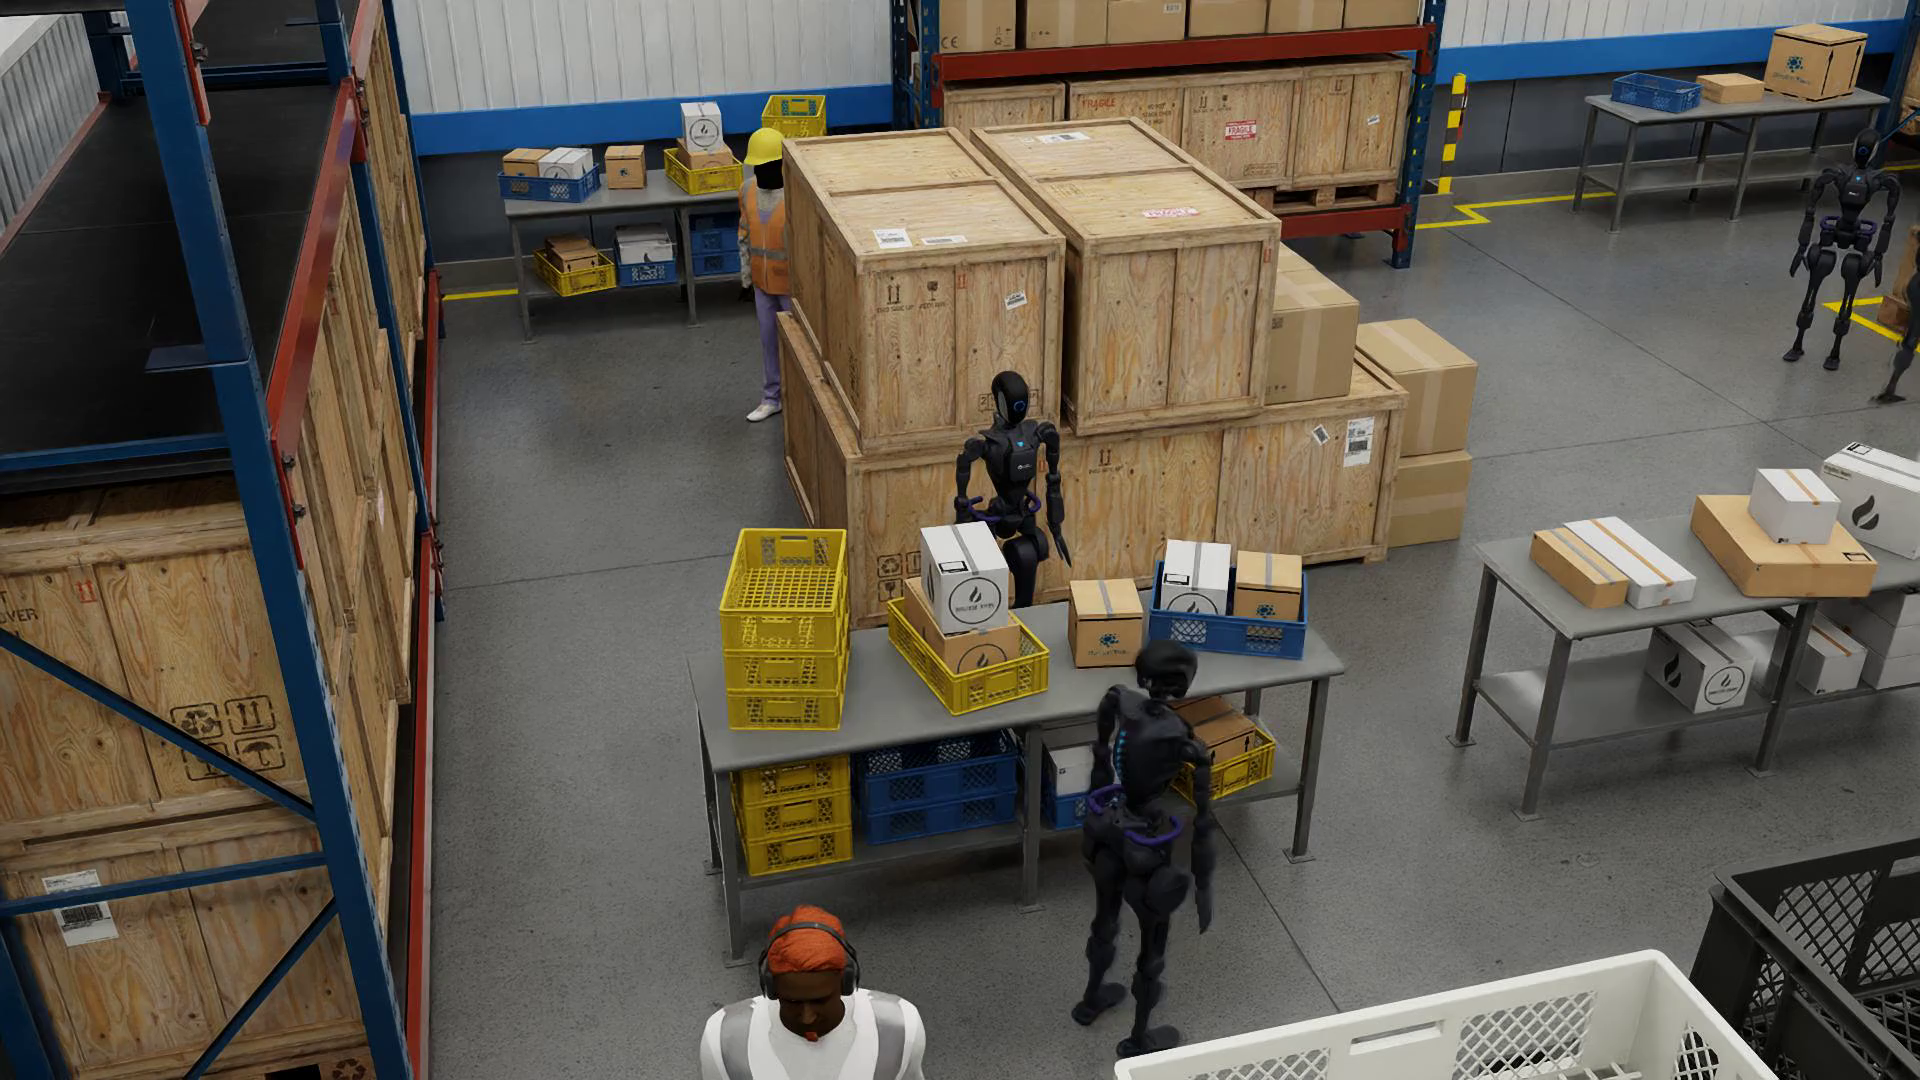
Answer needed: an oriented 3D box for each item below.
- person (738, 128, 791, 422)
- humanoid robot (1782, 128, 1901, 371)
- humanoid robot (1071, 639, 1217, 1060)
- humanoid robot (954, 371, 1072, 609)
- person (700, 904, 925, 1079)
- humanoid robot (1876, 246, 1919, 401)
[{"bbox_3d":[-1.125,-1.597,10.297,0.592,1.924,0.381,16,33,26],"label":"person"},{"bbox_3d":[5.933,-1.950,11.196,0.563,1.650,0.357,16,33,27],"label":"humanoid robot"},{"bbox_3d":[0.626,1.060,5.728,0.331,1.649,0.590,-20,35,-32],"label":"humanoid robot"},{"bbox_3d":[0.223,0.000,7.642,0.609,1.657,0.313,-15,32,-25],"label":"humanoid robot"},{"bbox_3d":[-0.364,1.719,4.326,0.573,1.882,0.357,-4,29,-8],"label":"person"},{"bbox_3d":[6.431,-1.661,10.752,0.801,1.619,0.648,-21,35,-33],"label":"humanoid robot"}]
